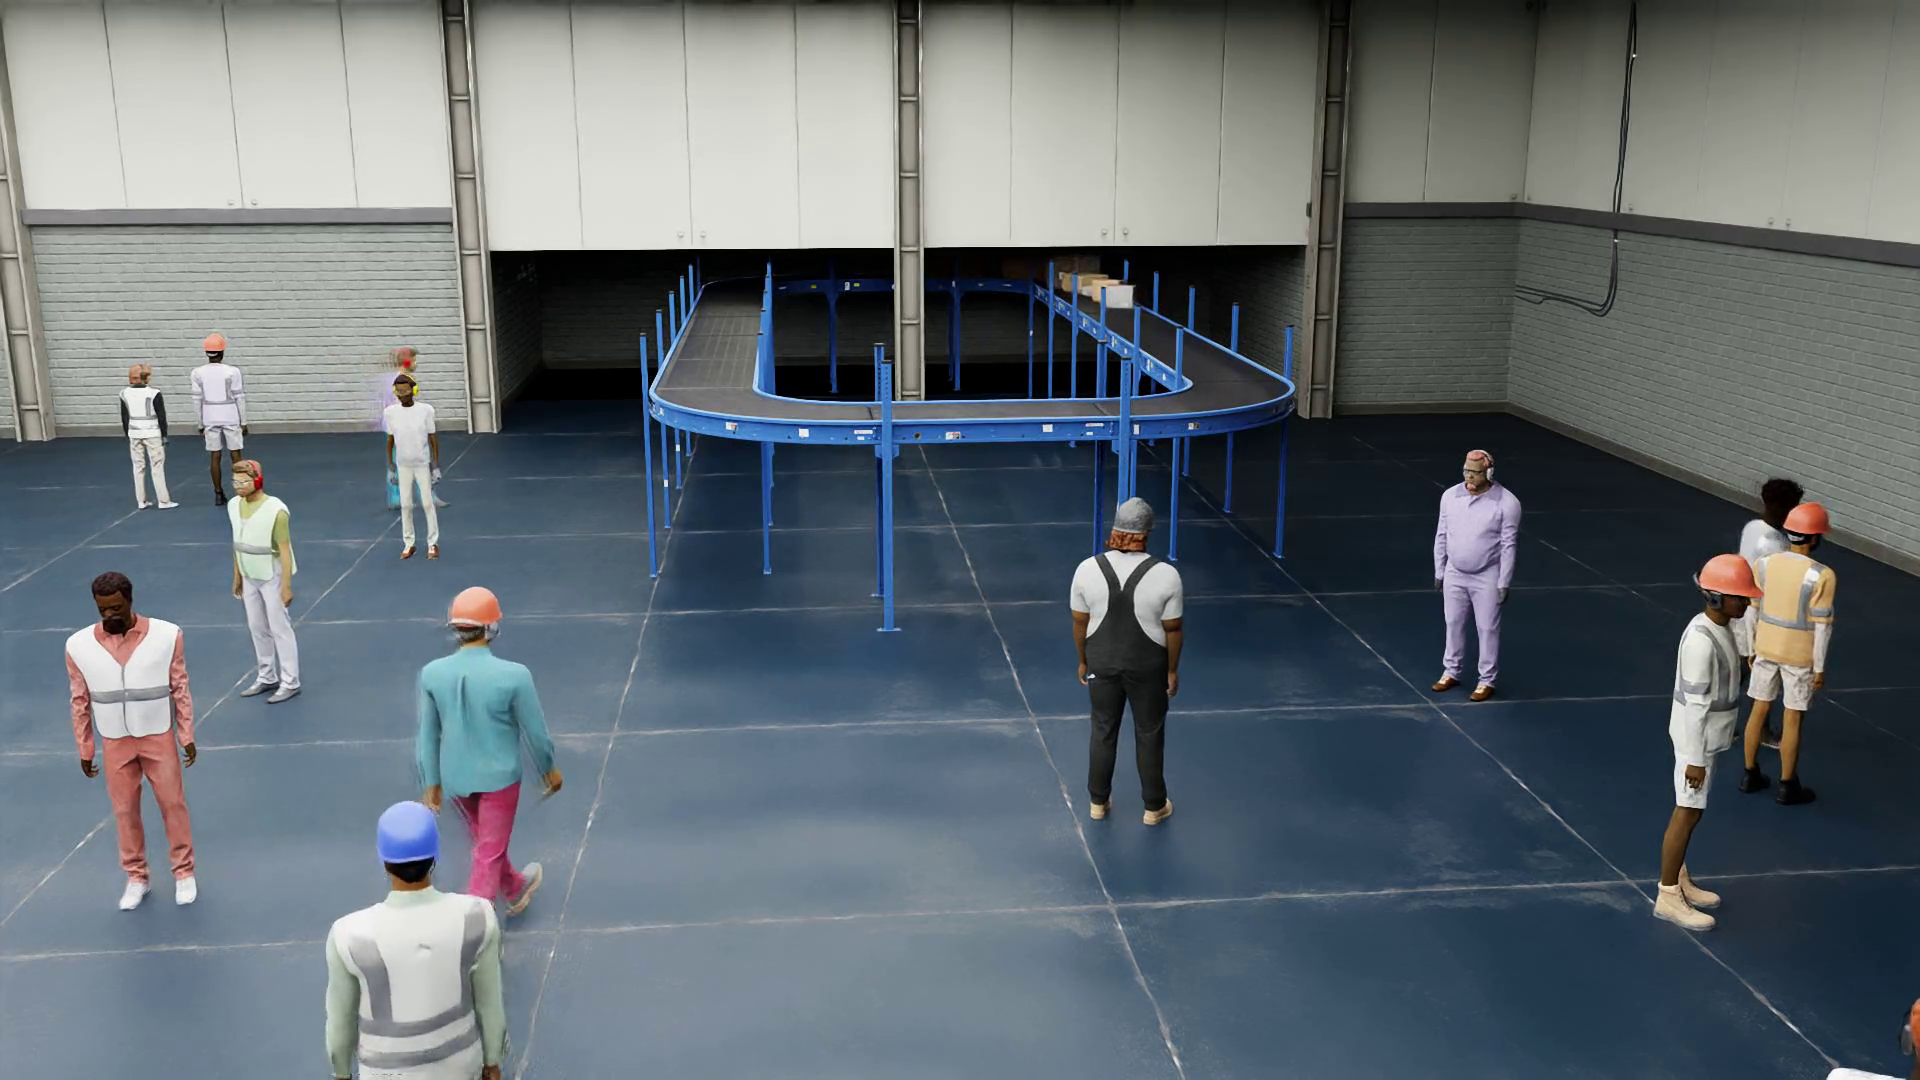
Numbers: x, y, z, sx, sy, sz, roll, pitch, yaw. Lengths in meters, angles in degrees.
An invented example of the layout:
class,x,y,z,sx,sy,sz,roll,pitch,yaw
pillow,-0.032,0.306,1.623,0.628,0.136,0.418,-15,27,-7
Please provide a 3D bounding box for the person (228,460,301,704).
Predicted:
class,x,y,z,sx,sy,sz,roll,pitch,yaw
person,-5.170,0.292,12.398,0.574,1.838,0.388,8,16,28

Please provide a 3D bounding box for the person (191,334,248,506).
class,x,y,z,sx,sy,sz,roll,pitch,yaw
person,-8.326,-1.351,18.767,0.543,1.939,0.370,-2,14,-7

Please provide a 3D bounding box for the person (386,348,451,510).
class,x,y,z,sx,sy,sz,roll,pitch,yaw
person,-6.046,-1.227,18.521,0.784,1.810,0.595,-5,15,-21

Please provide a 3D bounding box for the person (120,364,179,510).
class,x,y,z,sx,sy,sz,roll,pitch,yaw
person,-9.076,-1.143,18.549,0.514,1.636,0.315,2,14,8

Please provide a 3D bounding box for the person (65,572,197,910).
class,x,y,z,sx,sy,sz,roll,pitch,yaw
person,-4.512,1.082,9.108,0.599,1.908,0.403,-5,15,-18

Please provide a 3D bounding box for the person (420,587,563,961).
class,x,y,z,sx,sy,sz,roll,pitch,yaw
person,-2.397,1.179,8.627,0.621,1.941,1.014,4,15,17

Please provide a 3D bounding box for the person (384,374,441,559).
class,x,y,z,sx,sy,sz,roll,pitch,yaw
person,-5.393,-0.724,16.426,0.518,1.863,0.317,-1,14,-5

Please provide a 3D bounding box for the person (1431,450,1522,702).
class,x,y,z,sx,sy,sz,roll,pitch,yaw
person,3.821,0.260,12.418,0.636,1.900,0.398,12,19,40

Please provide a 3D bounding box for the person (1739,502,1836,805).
class,x,y,z,sx,sy,sz,roll,pitch,yaw
person,5.243,0.709,10.527,0.378,1.938,0.547,-8,16,-30

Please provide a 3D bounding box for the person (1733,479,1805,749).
class,x,y,z,sx,sy,sz,roll,pitch,yaw
person,5.475,0.506,11.409,0.571,1.929,0.710,2,14,6

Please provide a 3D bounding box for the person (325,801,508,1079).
class,x,y,z,sx,sy,sz,roll,pitch,yaw
person,-1.905,1.871,5.927,0.595,1.919,0.923,-9,17,-33

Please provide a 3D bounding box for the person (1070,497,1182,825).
class,x,y,z,sx,sy,sz,roll,pitch,yaw
person,1.042,0.731,10.231,0.684,2.000,0.536,5,15,19

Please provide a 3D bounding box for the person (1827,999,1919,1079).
class,x,y,z,sx,sy,sz,roll,pitch,yaw
person,2.731,2.169,4.814,0.357,1.879,0.564,-12,18,-39

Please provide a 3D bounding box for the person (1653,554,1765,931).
class,x,y,z,sx,sy,sz,roll,pitch,yaw
person,4.003,1.062,8.899,0.379,2.041,0.616,8,16,30
